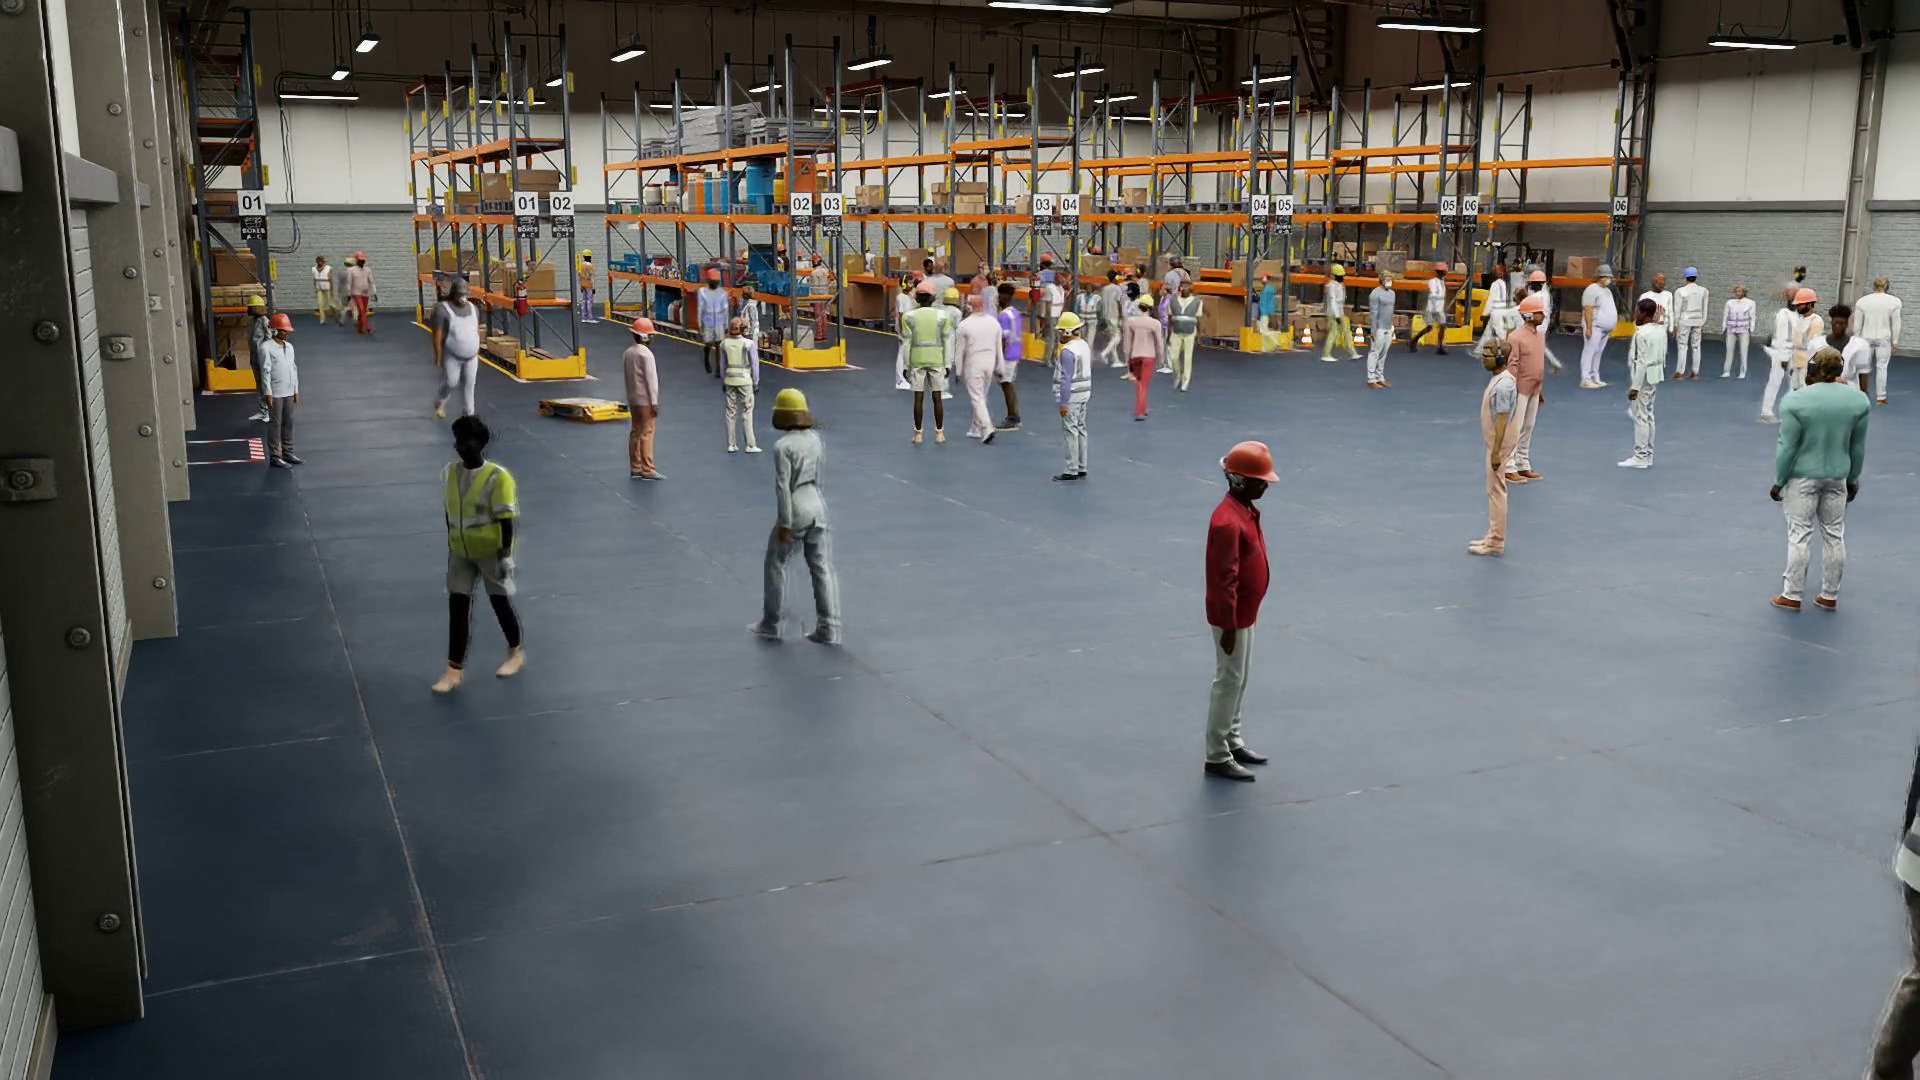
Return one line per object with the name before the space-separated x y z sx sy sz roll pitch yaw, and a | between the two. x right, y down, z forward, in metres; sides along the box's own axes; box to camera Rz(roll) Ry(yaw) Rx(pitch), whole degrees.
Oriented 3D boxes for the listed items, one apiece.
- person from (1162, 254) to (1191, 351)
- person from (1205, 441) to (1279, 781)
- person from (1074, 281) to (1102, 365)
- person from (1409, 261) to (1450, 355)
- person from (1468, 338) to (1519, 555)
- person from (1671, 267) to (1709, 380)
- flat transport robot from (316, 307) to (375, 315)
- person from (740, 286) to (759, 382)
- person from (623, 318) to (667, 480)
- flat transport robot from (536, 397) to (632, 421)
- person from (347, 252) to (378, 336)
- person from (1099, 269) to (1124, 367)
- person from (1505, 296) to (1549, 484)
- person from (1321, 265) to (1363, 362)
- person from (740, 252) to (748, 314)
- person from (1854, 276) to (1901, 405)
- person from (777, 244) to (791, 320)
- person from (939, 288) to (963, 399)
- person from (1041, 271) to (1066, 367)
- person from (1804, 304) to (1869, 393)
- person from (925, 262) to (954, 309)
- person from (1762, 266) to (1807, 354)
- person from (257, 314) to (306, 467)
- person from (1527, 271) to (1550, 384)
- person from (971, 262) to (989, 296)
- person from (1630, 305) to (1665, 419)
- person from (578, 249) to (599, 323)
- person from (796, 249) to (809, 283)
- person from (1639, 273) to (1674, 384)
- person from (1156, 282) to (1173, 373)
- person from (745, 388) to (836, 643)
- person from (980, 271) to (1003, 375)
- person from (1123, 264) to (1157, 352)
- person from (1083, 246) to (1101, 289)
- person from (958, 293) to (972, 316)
person | 4.469 -4.961 34.742 0.686 2.000 0.537 -9 14 -39
person | 1.434 0.356 8.495 0.351 1.739 0.573 4 12 18
person | 2.470 -4.144 31.709 0.528 1.607 0.727 5 12 22
person | 9.615 -4.717 33.858 0.829 1.907 0.564 11 16 44
person | 4.523 -0.786 14.050 0.348 1.839 0.504 3 12 15
person | 12.608 -3.739 28.779 0.605 1.944 0.402 -1 11 -5
flat transport robot | -17.286 -6.435 46.746 1.431 0.197 0.652 1 11 7
person | -3.587 -3.522 28.448 0.312 1.642 0.512 -3 11 -14
person | -3.413 -1.528 18.027 0.342 1.748 0.572 -9 14 -38
flat transport robot | -5.326 -1.865 23.522 1.431 0.197 0.652 11 15 43
person | -14.014 -5.774 39.112 1.005 1.939 0.649 9 14 38
person | 2.817 -4.131 31.069 0.587 1.836 0.565 -9 14 -38
person | 6.067 -1.612 17.836 0.618 1.997 0.373 -10 15 -40
person | 7.420 -4.378 32.196 0.741 1.875 0.614 8 14 35
person | -6.090 -7.299 47.362 0.348 1.759 0.519 2 11 9
person | 13.763 -2.989 24.994 0.627 1.935 0.371 9 14 39
person | -4.783 -6.931 44.750 0.396 2.044 0.609 6 13 28
person | -0.193 -3.060 25.924 0.493 1.708 0.541 8 14 36
person | 1.744 -4.139 31.186 0.445 1.807 0.580 5 12 24
person | 9.351 -1.564 17.777 0.616 1.930 0.952 6 13 28
person | -0.412 -4.679 33.702 0.665 1.885 0.712 2 11 11
person | 16.816 -4.639 33.689 0.515 1.821 0.981 -7 13 -33
person | -7.720 -1.702 18.950 0.352 1.741 0.569 3 11 14
person | 9.386 -3.416 27.155 0.358 1.937 0.548 9 14 37
person | 0.461 -4.536 32.927 0.399 1.908 0.643 5 12 25
person | 9.531 -2.452 23.053 0.531 1.612 0.419 -8 14 -35
person | -9.760 -6.653 43.627 0.594 1.926 0.367 9 15 40
person | -5.028 -8.273 52.352 0.574 1.737 0.354 -2 11 -12
person | 11.772 -3.583 28.167 0.602 1.871 0.600 -2 11 -9
person | 3.743 -3.835 30.070 0.313 1.634 0.514 -3 11 -14
person | -1.156 -0.161 11.186 0.780 1.713 0.513 7 13 33
person | 0.584 -3.875 29.725 0.508 1.846 0.345 11 15 43
person | 3.771 -4.760 34.262 0.780 1.833 0.554 4 12 21
person | 3.579 -6.735 43.832 0.619 2.019 0.803 -3 12 -15
person | 0.131 -6.248 41.680 0.602 1.890 0.564 -6 12 -26
